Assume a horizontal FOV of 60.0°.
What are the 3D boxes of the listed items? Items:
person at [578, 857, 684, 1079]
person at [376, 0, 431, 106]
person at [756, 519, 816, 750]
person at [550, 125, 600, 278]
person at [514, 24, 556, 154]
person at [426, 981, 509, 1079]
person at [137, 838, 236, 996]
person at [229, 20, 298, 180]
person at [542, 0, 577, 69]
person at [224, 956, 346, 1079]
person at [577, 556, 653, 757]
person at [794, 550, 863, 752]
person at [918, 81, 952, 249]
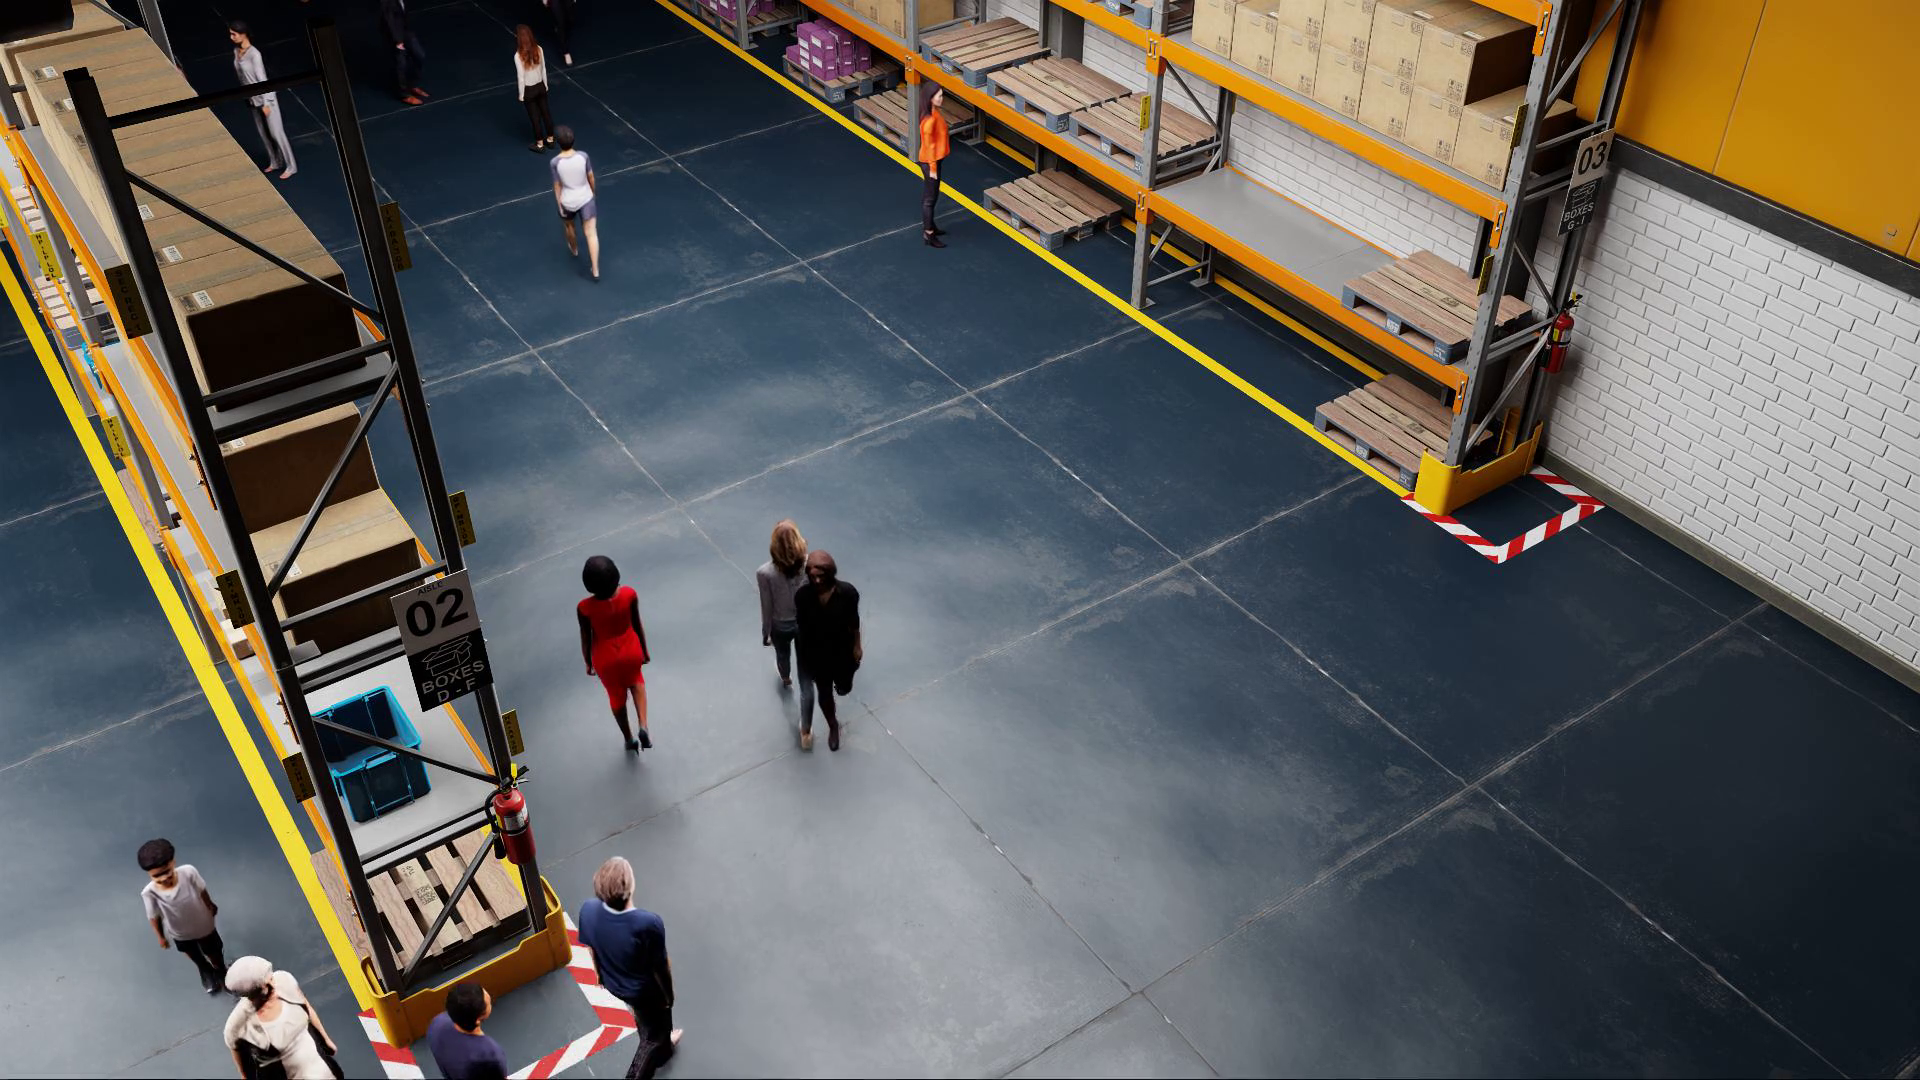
[{"bbox_3d":[-1.802,2.486,9.063,1.099,1.842,1.075,13,40,16],"label":"person"},{"bbox_3d":[-6.772,-6.066,19.817,0.819,1.786,0.792,12,40,15],"label":"person"},{"bbox_3d":[-1.122,0.678,11.396,0.898,1.756,1.191,-9,39,-11],"label":"person"},{"bbox_3d":[-3.809,-3.360,16.640,0.779,1.522,1.082,-11,40,-13],"label":"person"},{"bbox_3d":[-4.835,-5.128,18.883,0.559,1.485,0.579,29,47,31],"label":"person"},{"bbox_3d":[-2.520,2.935,8.558,0.895,1.771,0.914,19,42,22],"label":"person"},{"bbox_3d":[-4.627,2.196,9.901,0.504,1.249,0.534,-22,44,-25],"label":"person"},{"bbox_3d":[-7.694,-4.861,18.321,0.581,1.769,0.712,22,44,25],"label":"person"},{"bbox_3d":[-5.033,-6.788,20.791,0.607,1.698,0.834,-20,43,-23],"label":"person"},{"bbox_3d":[-3.601,2.751,8.814,1.021,1.738,0.894,18,42,21],"label":"person"},{"bbox_3d":[-2.275,0.852,11.199,0.642,1.730,0.719,-17,42,-20],"label":"person"},{"bbox_3d":[-0.895,0.696,11.429,0.803,1.686,0.899,-2,39,-2],"label":"person"},{"bbox_3d":[-0.296,-3.878,17.106,0.769,1.749,0.680,1,39,1],"label":"person"}]
